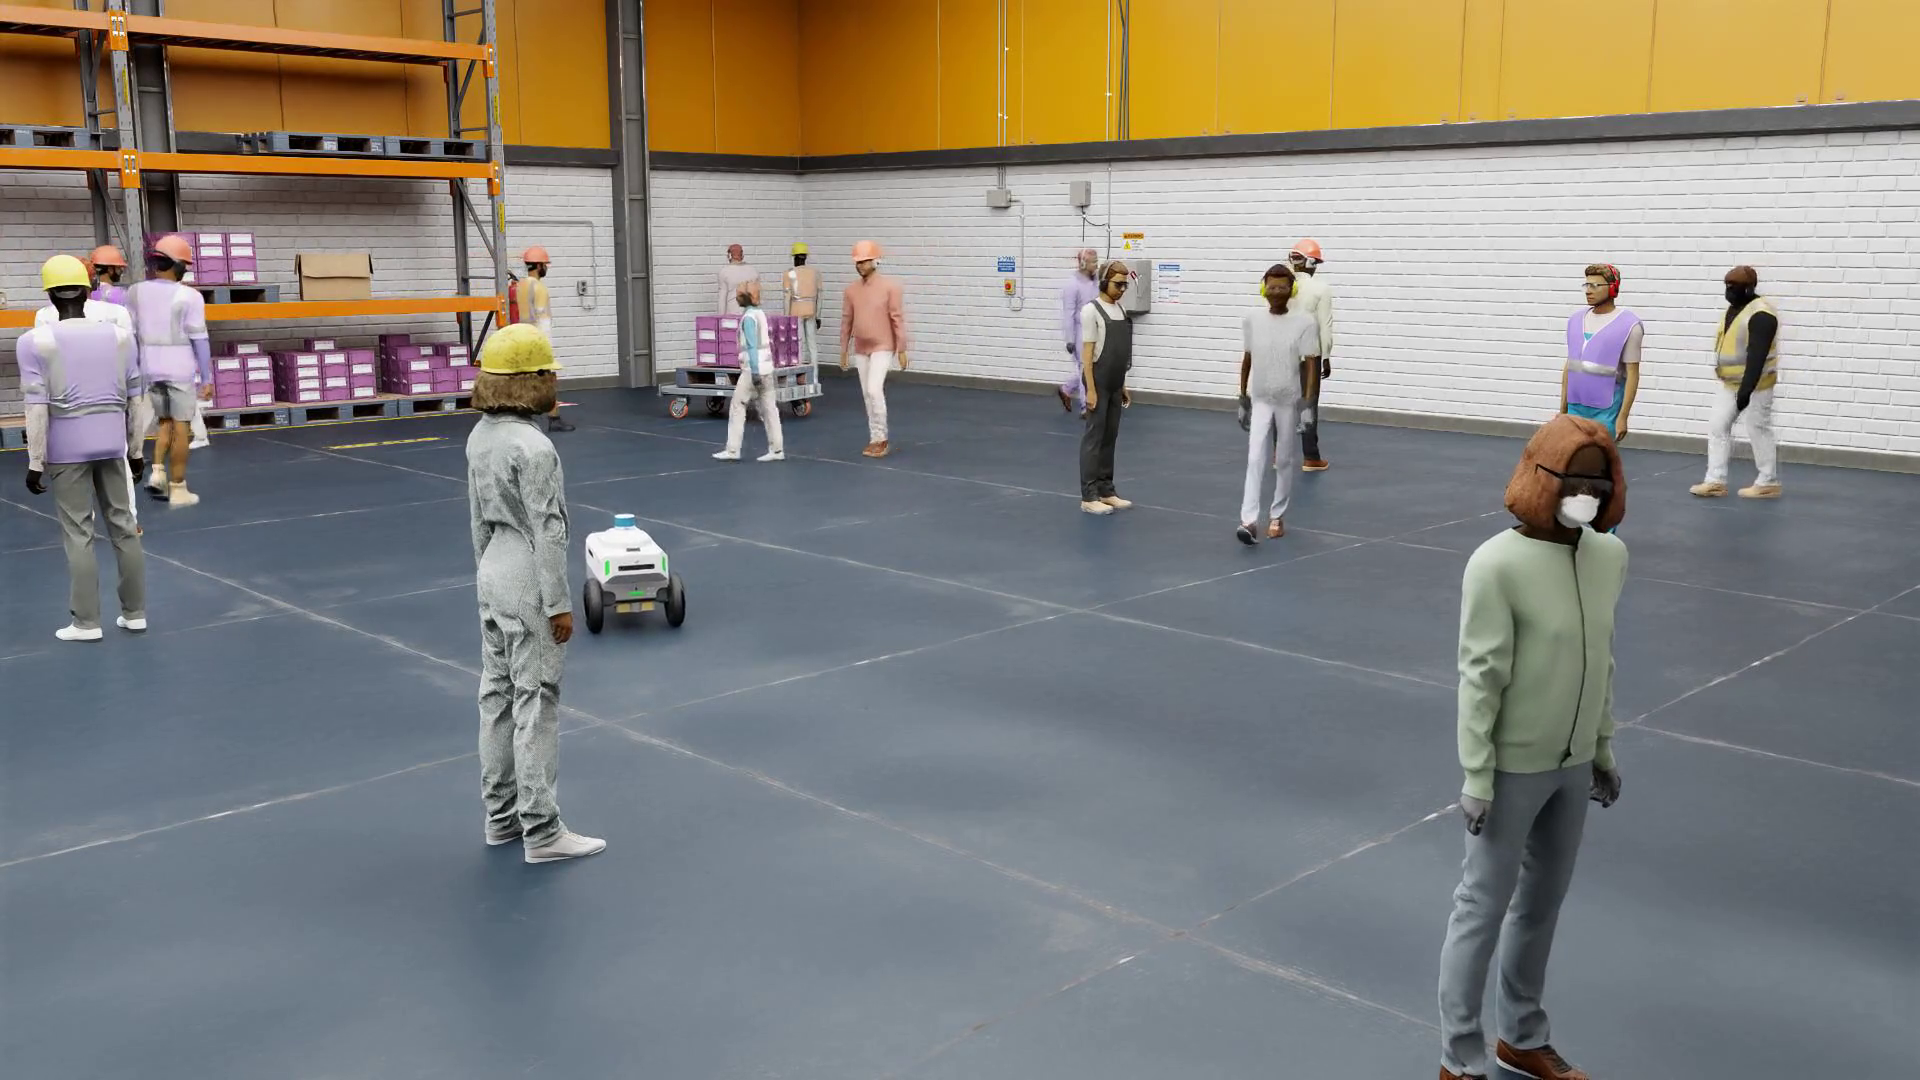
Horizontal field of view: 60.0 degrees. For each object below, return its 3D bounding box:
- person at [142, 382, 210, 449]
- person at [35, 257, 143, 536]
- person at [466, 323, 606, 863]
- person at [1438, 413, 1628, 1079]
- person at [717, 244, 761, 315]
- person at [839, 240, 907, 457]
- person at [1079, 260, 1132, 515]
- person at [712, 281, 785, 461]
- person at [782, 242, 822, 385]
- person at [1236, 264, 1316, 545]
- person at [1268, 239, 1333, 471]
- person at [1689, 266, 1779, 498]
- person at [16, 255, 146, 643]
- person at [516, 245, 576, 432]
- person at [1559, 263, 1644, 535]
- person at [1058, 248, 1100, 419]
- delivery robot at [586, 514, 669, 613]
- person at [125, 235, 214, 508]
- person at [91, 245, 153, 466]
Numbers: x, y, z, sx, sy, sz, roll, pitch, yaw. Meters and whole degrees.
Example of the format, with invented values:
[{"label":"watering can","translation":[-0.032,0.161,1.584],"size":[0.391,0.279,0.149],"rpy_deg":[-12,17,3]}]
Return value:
[{"label":"person","translation":[-7.509,-1.615,15.564],"size":[0.847,1.597,0.517],"rpy_deg":[-10,14,-44]},{"label":"person","translation":[-5.720,-0.914,10.960],"size":[0.572,1.883,0.356],"rpy_deg":[-5,12,-27]},{"label":"person","translation":[-1.403,0.173,5.412],"size":[0.297,1.744,0.487],"rpy_deg":[-10,14,-43]},{"label":"person","translation":[1.327,0.523,3.805],"size":[0.502,1.632,0.284],"rpy_deg":[-6,12,-31]},{"label":"person","translation":[-3.007,-3.035,22.478],"size":[0.639,1.903,0.409],"rpy_deg":[-8,13,-36]},{"label":"person","translation":[-0.831,-1.726,15.125],"size":[0.662,1.970,0.606],"rpy_deg":[7,12,32]},{"label":"person","translation":[1.073,-1.113,12.164],"size":[0.346,1.840,0.505],"rpy_deg":[7,13,35]},{"label":"person","translation":[-1.913,-1.492,14.860],"size":[0.732,1.613,0.527],"rpy_deg":[2,11,10]},{"label":"person","translation":[-2.145,-3.048,22.480],"size":[0.594,1.922,0.387],"rpy_deg":[-7,12,-33]},{"label":"person","translation":[2.035,-0.864,10.832],"size":[0.525,1.820,0.966],"rpy_deg":[3,11,18]},{"label":"person","translation":[2.943,-1.592,14.380],"size":[0.612,1.984,0.401],"rpy_deg":[9,14,40]},{"label":"person","translation":[5.979,-1.186,12.709],"size":[0.783,1.785,0.642],"rpy_deg":[-1,10,-4]},{"label":"person","translation":[-4.377,-0.449,8.309],"size":[0.372,1.923,0.594],"rpy_deg":[7,12,33]},{"label":"person","translation":[-4.355,-2.050,17.050],"size":[0.639,1.929,0.557],"rpy_deg":[-8,13,-39]},{"label":"person","translation":[4.042,-0.820,10.546],"size":[0.390,1.846,0.565],"rpy_deg":[-6,12,-28]},{"label":"person","translation":[1.347,-2.264,18.299],"size":[0.630,1.889,0.668],"rpy_deg":[8,13,36]},{"label":"delivery robot","translation":[-1.756,0.109,8.749],"size":[0.477,0.478,0.707],"rpy_deg":[-4,11,-19]},{"label":"person","translation":[-5.838,-1.240,12.358],"size":[0.632,2.020,0.434],"rpy_deg":[2,11,10]},{"label":"person","translation":[-7.388,-1.597,14.541],"size":[0.551,1.933,0.378],"rpy_deg":[6,12,31]}]
